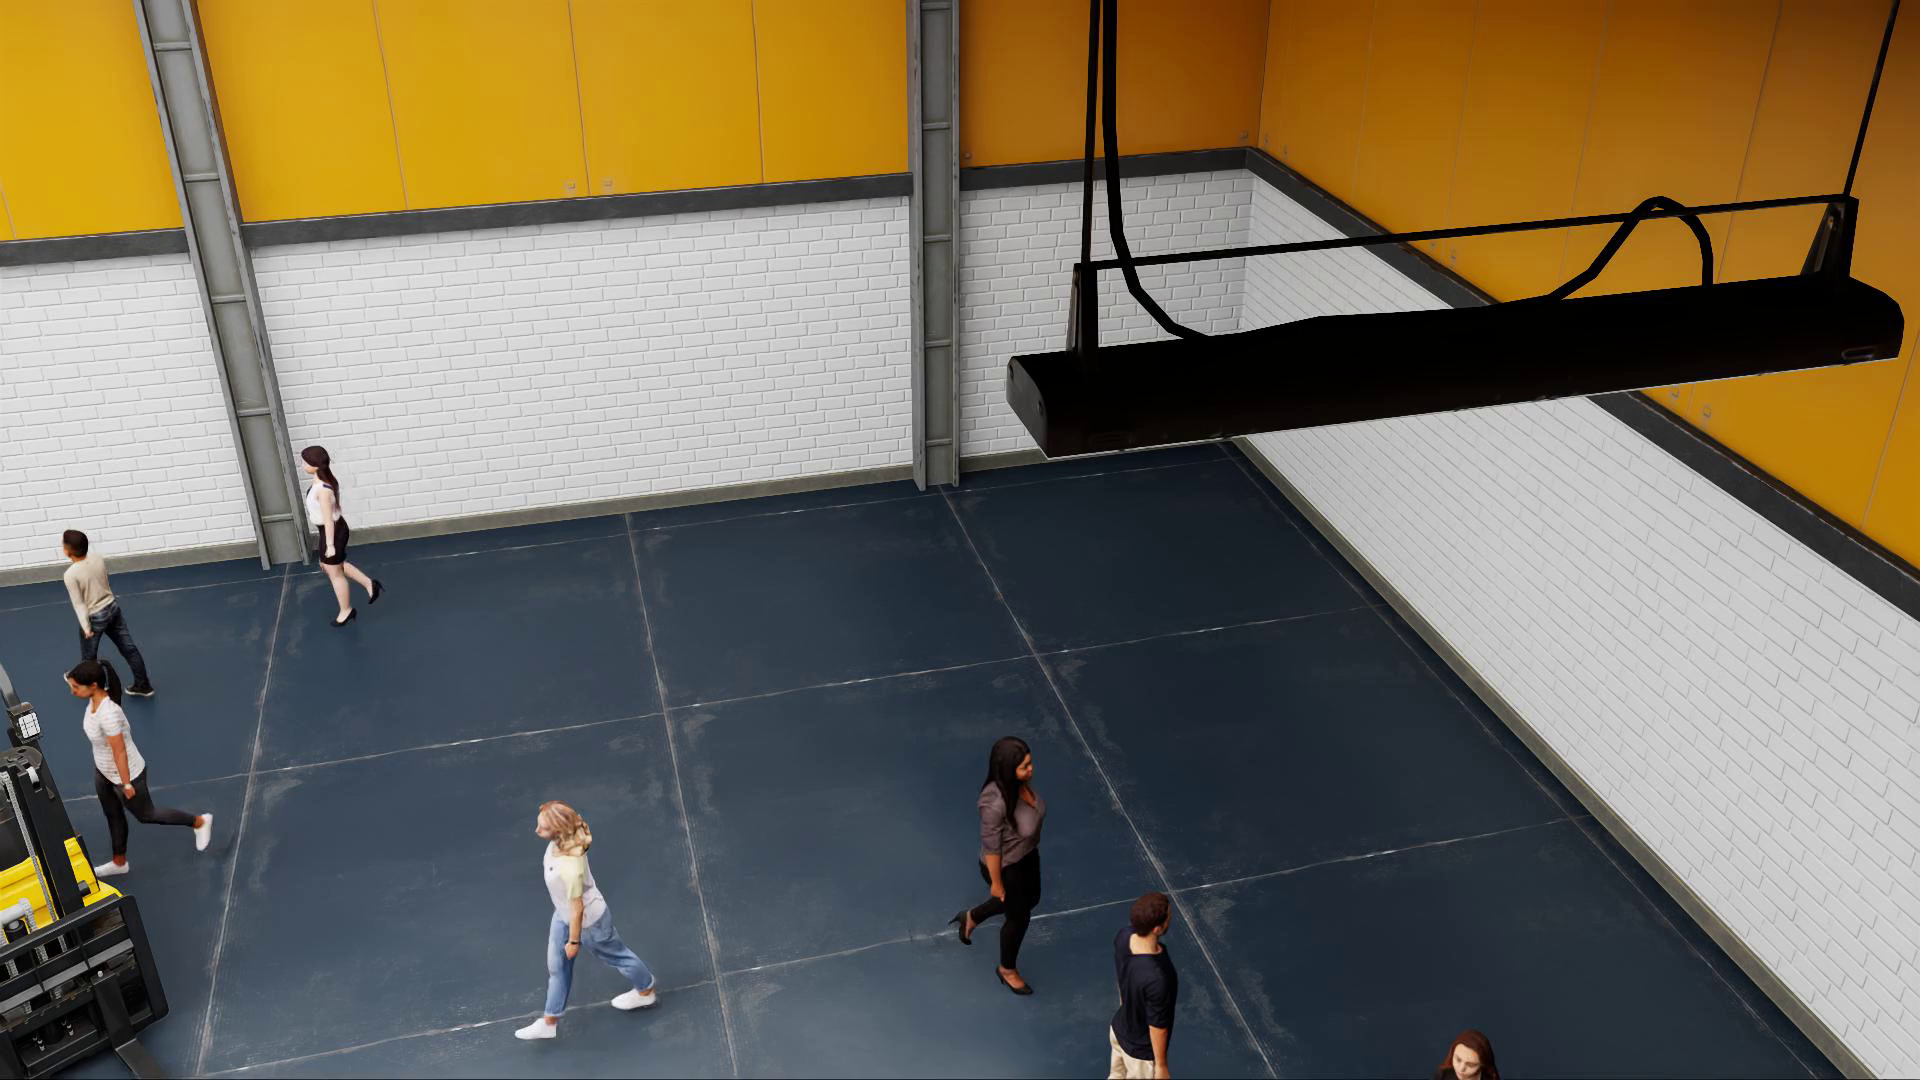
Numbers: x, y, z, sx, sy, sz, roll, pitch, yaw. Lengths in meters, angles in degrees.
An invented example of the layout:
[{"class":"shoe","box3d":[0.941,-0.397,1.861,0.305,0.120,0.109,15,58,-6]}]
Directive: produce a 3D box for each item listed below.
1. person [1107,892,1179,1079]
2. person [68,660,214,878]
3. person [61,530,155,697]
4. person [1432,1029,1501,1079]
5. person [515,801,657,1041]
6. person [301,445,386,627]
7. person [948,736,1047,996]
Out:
[{"class":"person","box3d":[0.918,2.572,8.586,0.568,1.851,0.647,-9,30,-17]},{"class":"person","box3d":[-5.393,1.469,10.847,1.120,1.623,0.873,-20,35,-32]},{"class":"person","box3d":[-6.477,0.597,12.638,1.013,1.438,0.895,12,31,20]},{"class":"person","box3d":[2.493,2.985,8.228,0.848,1.468,0.956,22,35,34]},{"class":"person","box3d":[-2.079,2.153,9.553,1.111,1.662,0.746,-8,30,-15]},{"class":"person","box3d":[-5.032,-0.030,13.577,0.740,1.640,0.615,-12,31,-21]},{"class":"person","box3d":[0.209,1.904,9.840,0.983,1.823,0.902,11,31,20]}]
